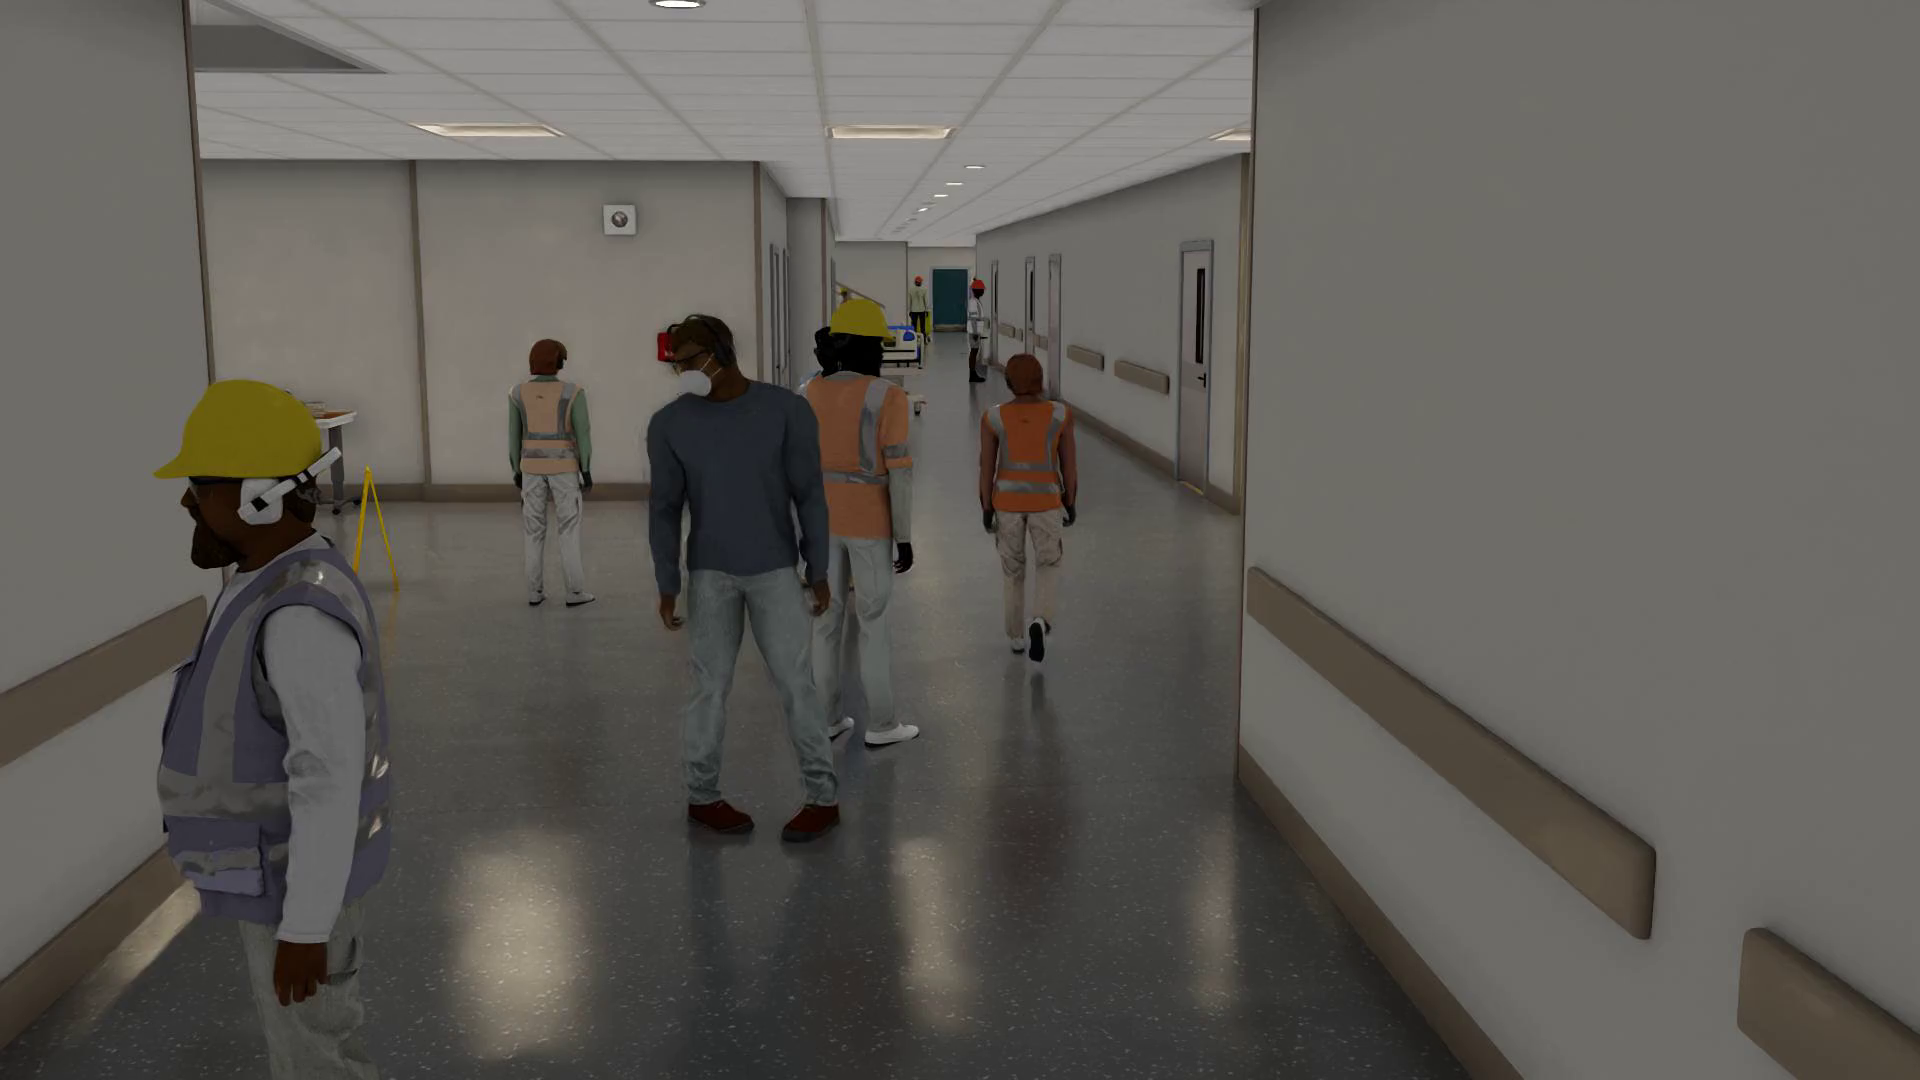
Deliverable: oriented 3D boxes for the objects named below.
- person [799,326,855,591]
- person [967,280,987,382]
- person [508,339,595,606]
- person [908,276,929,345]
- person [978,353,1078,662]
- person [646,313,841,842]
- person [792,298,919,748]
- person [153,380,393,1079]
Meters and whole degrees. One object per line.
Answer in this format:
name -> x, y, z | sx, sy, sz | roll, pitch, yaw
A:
person -> -0.832, -0.520, 10.690 | 0.535, 1.700, 0.318 | 5, 10, 27
person -> 0.324, -3.967, 31.587 | 0.373, 1.939, 0.545 | 1, 9, 8
person -> -2.500, -0.408, 10.185 | 0.522, 1.636, 0.305 | 1, 9, 9
person -> -1.201, -6.649, 48.244 | 0.608, 1.995, 0.377 | 2, 9, 12
person -> 0.352, -0.163, 8.691 | 0.527, 1.616, 0.629 | 1, 9, 5
person -> -0.794, 0.137, 6.015 | 0.664, 1.898, 0.404 | 0, 9, 0
person -> -0.452, -0.070, 7.168 | 0.589, 1.923, 0.383 | 5, 10, 30
person -> -1.282, 0.615, 3.145 | 0.404, 1.832, 0.598 | -5, 10, -28
